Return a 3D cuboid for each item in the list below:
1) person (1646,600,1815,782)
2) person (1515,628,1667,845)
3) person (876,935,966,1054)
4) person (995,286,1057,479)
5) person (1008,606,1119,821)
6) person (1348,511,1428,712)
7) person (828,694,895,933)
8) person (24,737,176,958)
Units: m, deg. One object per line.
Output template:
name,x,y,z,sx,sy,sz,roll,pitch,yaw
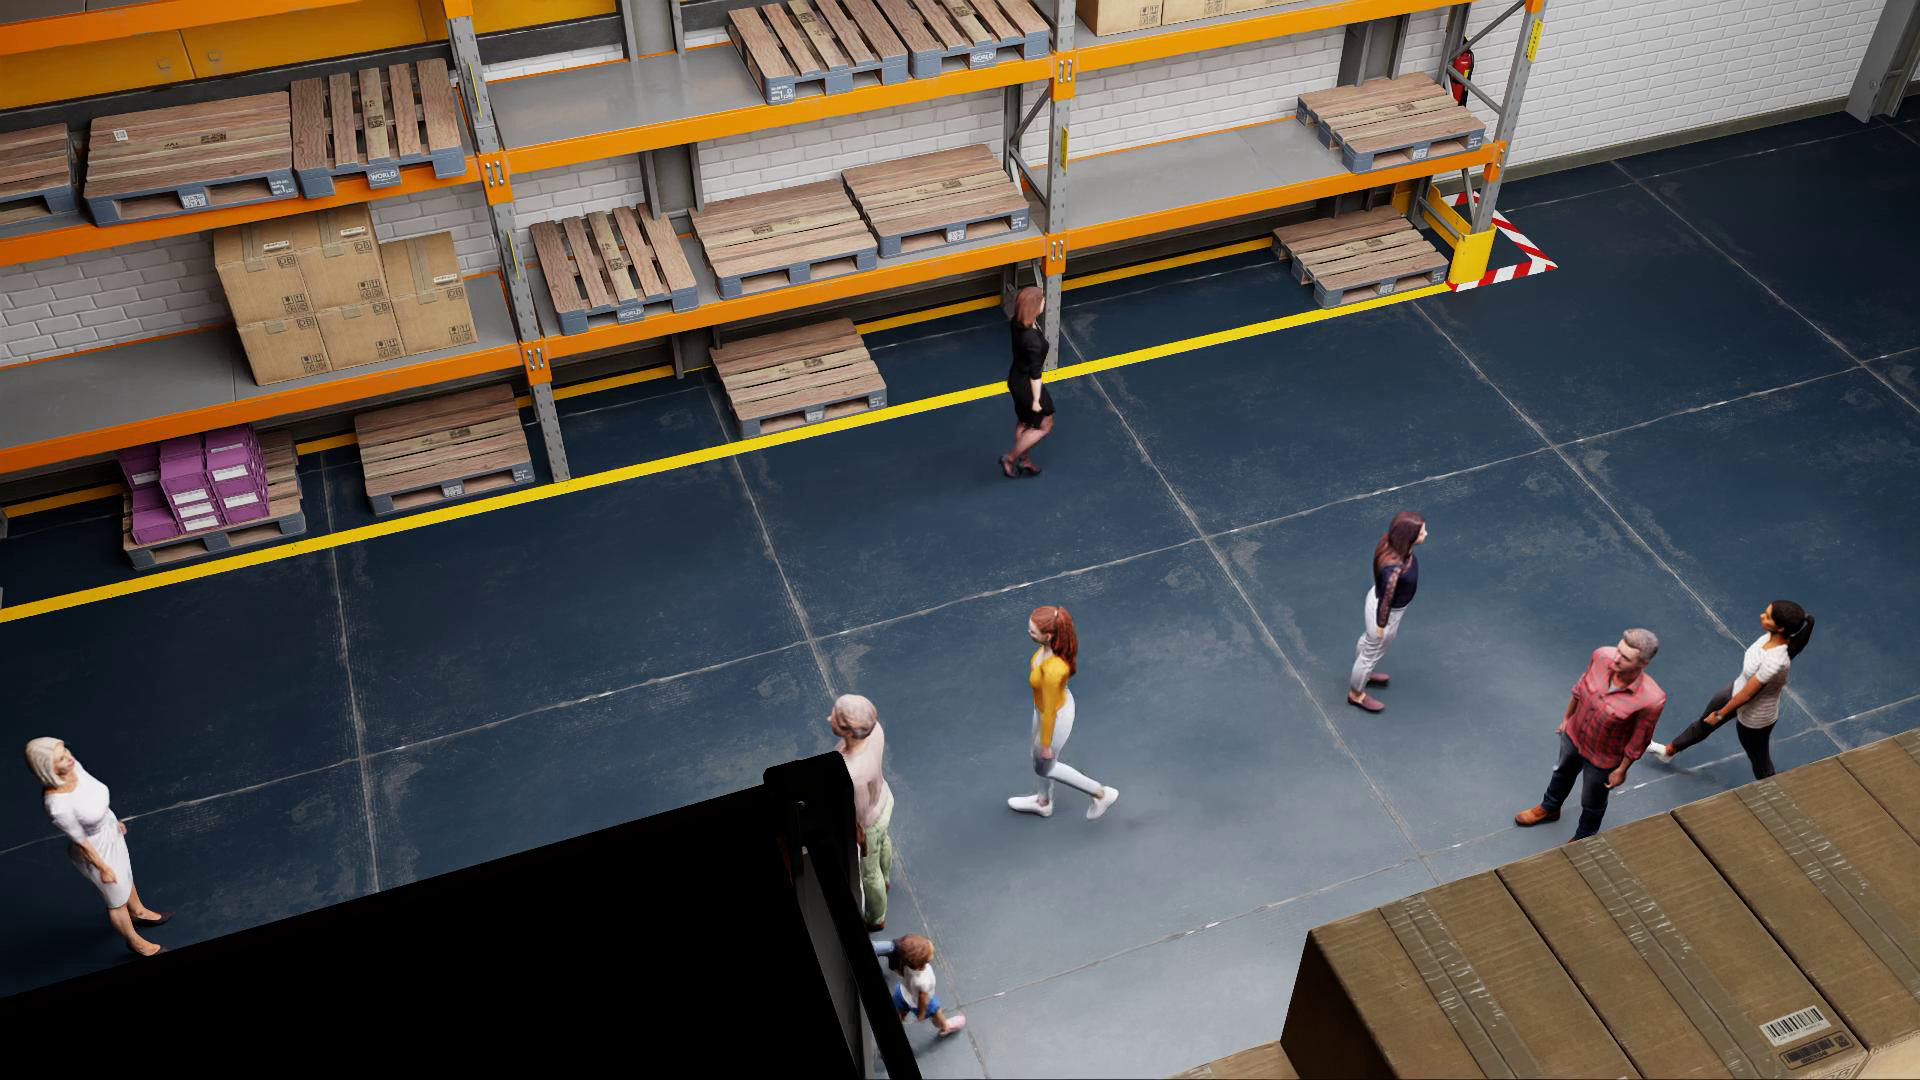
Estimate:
person,4.815,1.034,9.913,1.116,1.595,1.028,16,46,16
person,3.689,1.159,9.610,0.581,1.831,0.710,-19,47,-19
person,-0.281,2.430,8.880,0.757,0.996,0.497,-21,47,-20
person,0.424,-1.082,12.060,0.646,1.695,0.604,-15,46,-15
person,0.627,1.052,9.786,1.007,1.743,0.856,1,44,1
person,2.707,0.436,10.532,0.695,1.605,0.670,11,45,11
person,-0.535,1.507,9.212,0.766,1.876,0.770,5,44,5
person,-4.730,1.679,9.121,0.530,1.751,0.583,-10,45,-11
